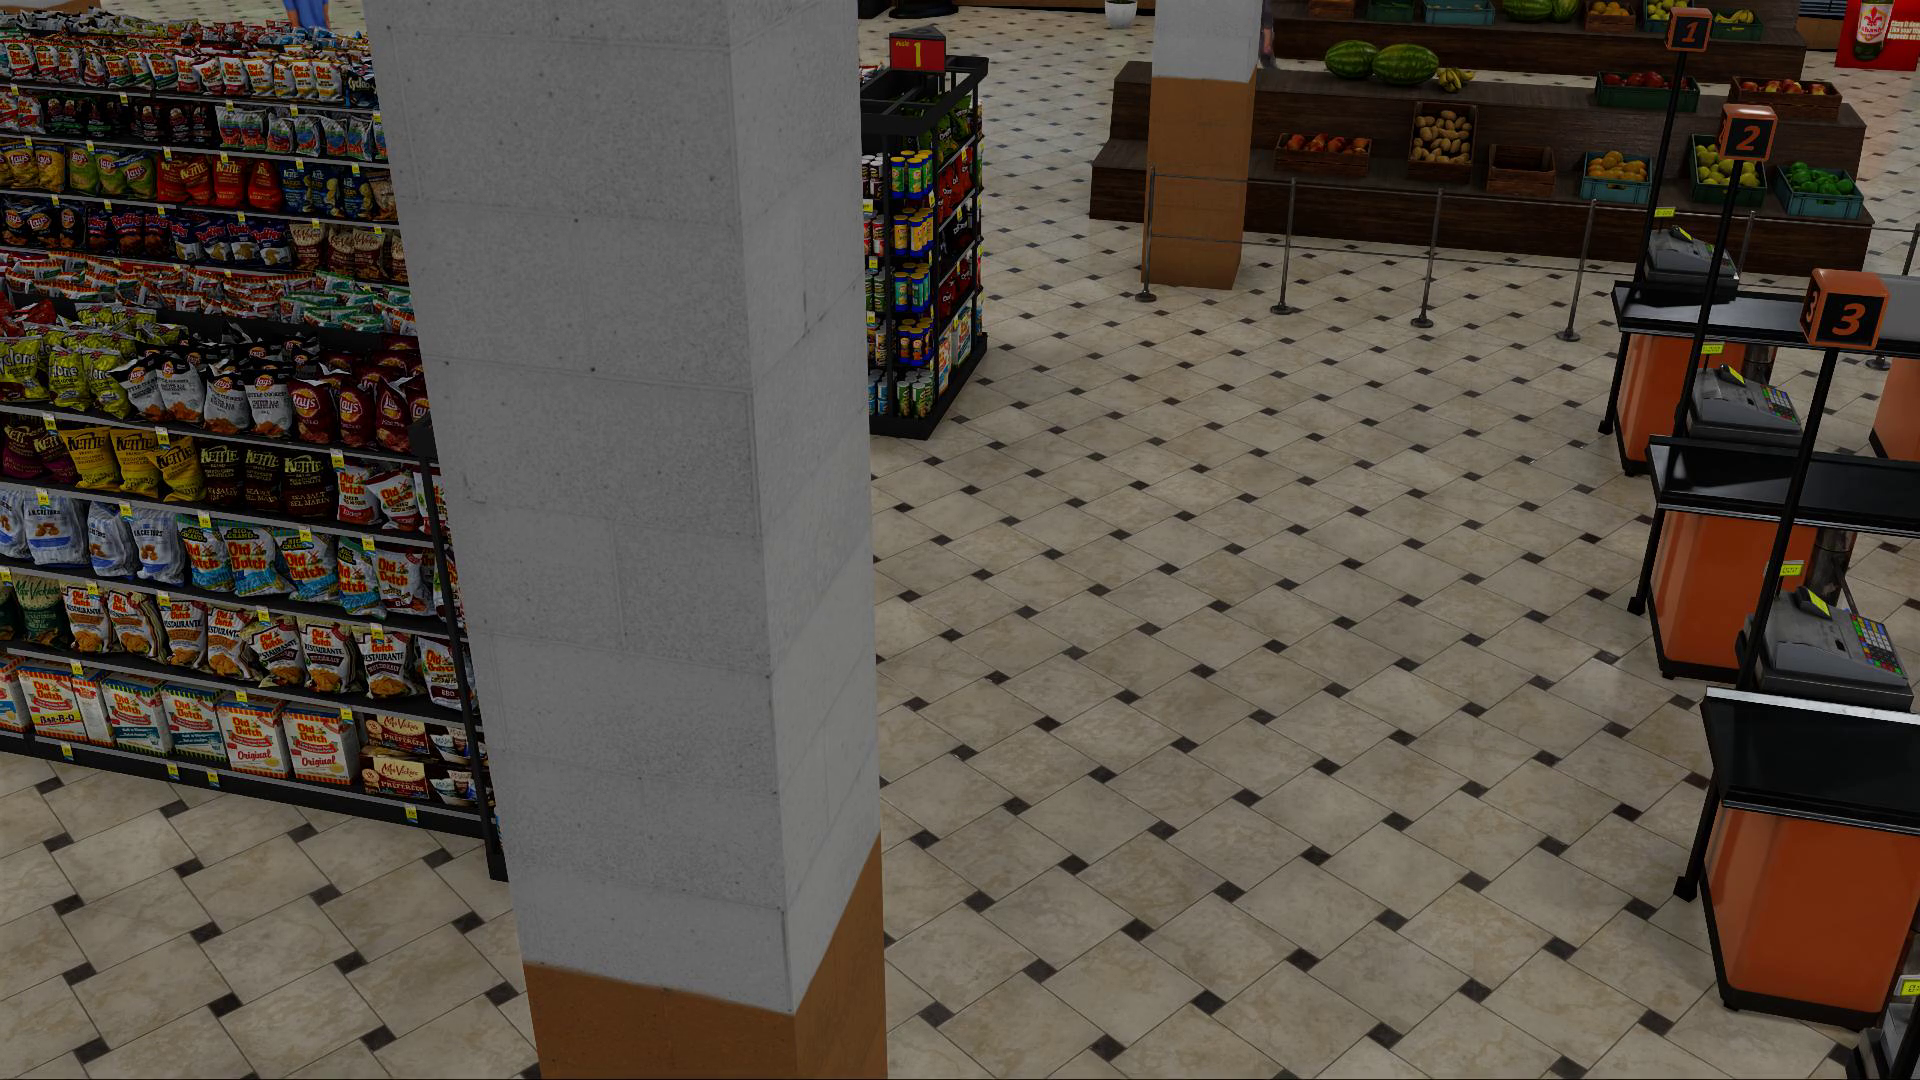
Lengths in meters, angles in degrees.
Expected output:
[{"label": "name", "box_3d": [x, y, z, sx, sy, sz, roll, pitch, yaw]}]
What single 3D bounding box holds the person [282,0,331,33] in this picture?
[{"label": "person", "box_3d": [-6.068, -4.628, 15.647, 0.695, 1.862, 0.731, 19, 34, 30]}]
